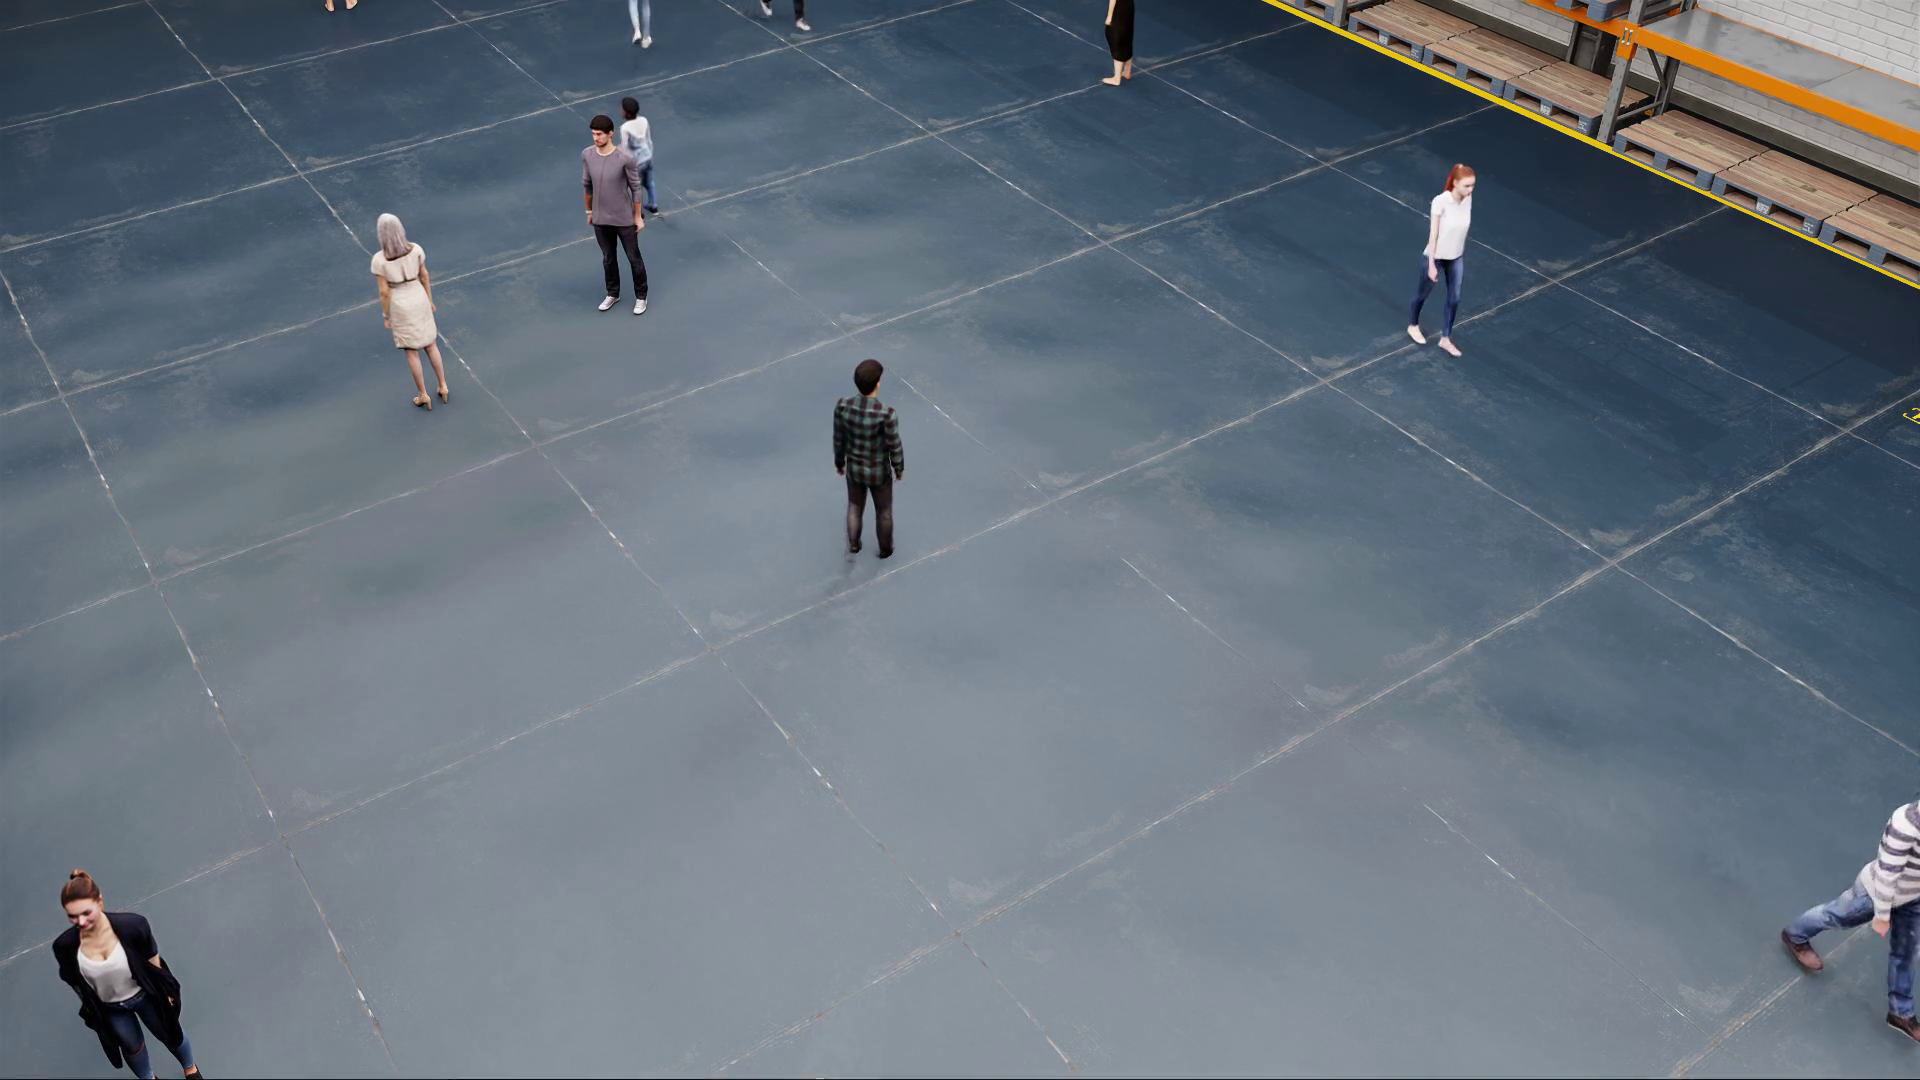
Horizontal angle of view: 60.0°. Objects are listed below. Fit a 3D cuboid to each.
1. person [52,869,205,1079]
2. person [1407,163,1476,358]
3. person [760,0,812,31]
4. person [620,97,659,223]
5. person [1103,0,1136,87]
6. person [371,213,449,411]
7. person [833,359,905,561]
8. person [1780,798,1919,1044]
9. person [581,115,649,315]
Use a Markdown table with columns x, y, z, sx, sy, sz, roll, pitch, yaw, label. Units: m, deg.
| x | y | z | sx | sy | sz | roll | pitch | yaw | label |
| --- | --- | --- | --- | --- | --- | --- | --- | --- | --- |
| -4.193 | 2.287 | 8.384 | 0.678 | 1.684 | 0.636 | -14 | 41 | -16 | person |
| 4.080 | -2.459 | 14.302 | 0.689 | 1.714 | 0.887 | -12 | 40 | -15 | person |
| -2.147 | -7.043 | 20.023 | 1.031 | 1.738 | 0.744 | 30 | 47 | 32 | person |
| -3.147 | -3.716 | 16.243 | 0.563 | 1.257 | 0.533 | 30 | 48 | 32 | person |
| 1.827 | -5.935 | 18.727 | 0.620 | 1.625 | 0.616 | 31 | 48 | 32 | person |
| -4.472 | -1.853 | 13.527 | 0.612 | 1.735 | 0.560 | -28 | 46 | -30 | person |
| -0.671 | -0.538 | 12.015 | 0.726 | 1.715 | 0.801 | 11 | 40 | 14 | person |
| 4.910 | 1.798 | 8.904 | 0.807 | 1.799 | 1.222 | -17 | 42 | -20 | person |
| -3.055 | -2.886 | 14.726 | 0.723 | 1.852 | 0.799 | 8 | 39 | 10 | person |
